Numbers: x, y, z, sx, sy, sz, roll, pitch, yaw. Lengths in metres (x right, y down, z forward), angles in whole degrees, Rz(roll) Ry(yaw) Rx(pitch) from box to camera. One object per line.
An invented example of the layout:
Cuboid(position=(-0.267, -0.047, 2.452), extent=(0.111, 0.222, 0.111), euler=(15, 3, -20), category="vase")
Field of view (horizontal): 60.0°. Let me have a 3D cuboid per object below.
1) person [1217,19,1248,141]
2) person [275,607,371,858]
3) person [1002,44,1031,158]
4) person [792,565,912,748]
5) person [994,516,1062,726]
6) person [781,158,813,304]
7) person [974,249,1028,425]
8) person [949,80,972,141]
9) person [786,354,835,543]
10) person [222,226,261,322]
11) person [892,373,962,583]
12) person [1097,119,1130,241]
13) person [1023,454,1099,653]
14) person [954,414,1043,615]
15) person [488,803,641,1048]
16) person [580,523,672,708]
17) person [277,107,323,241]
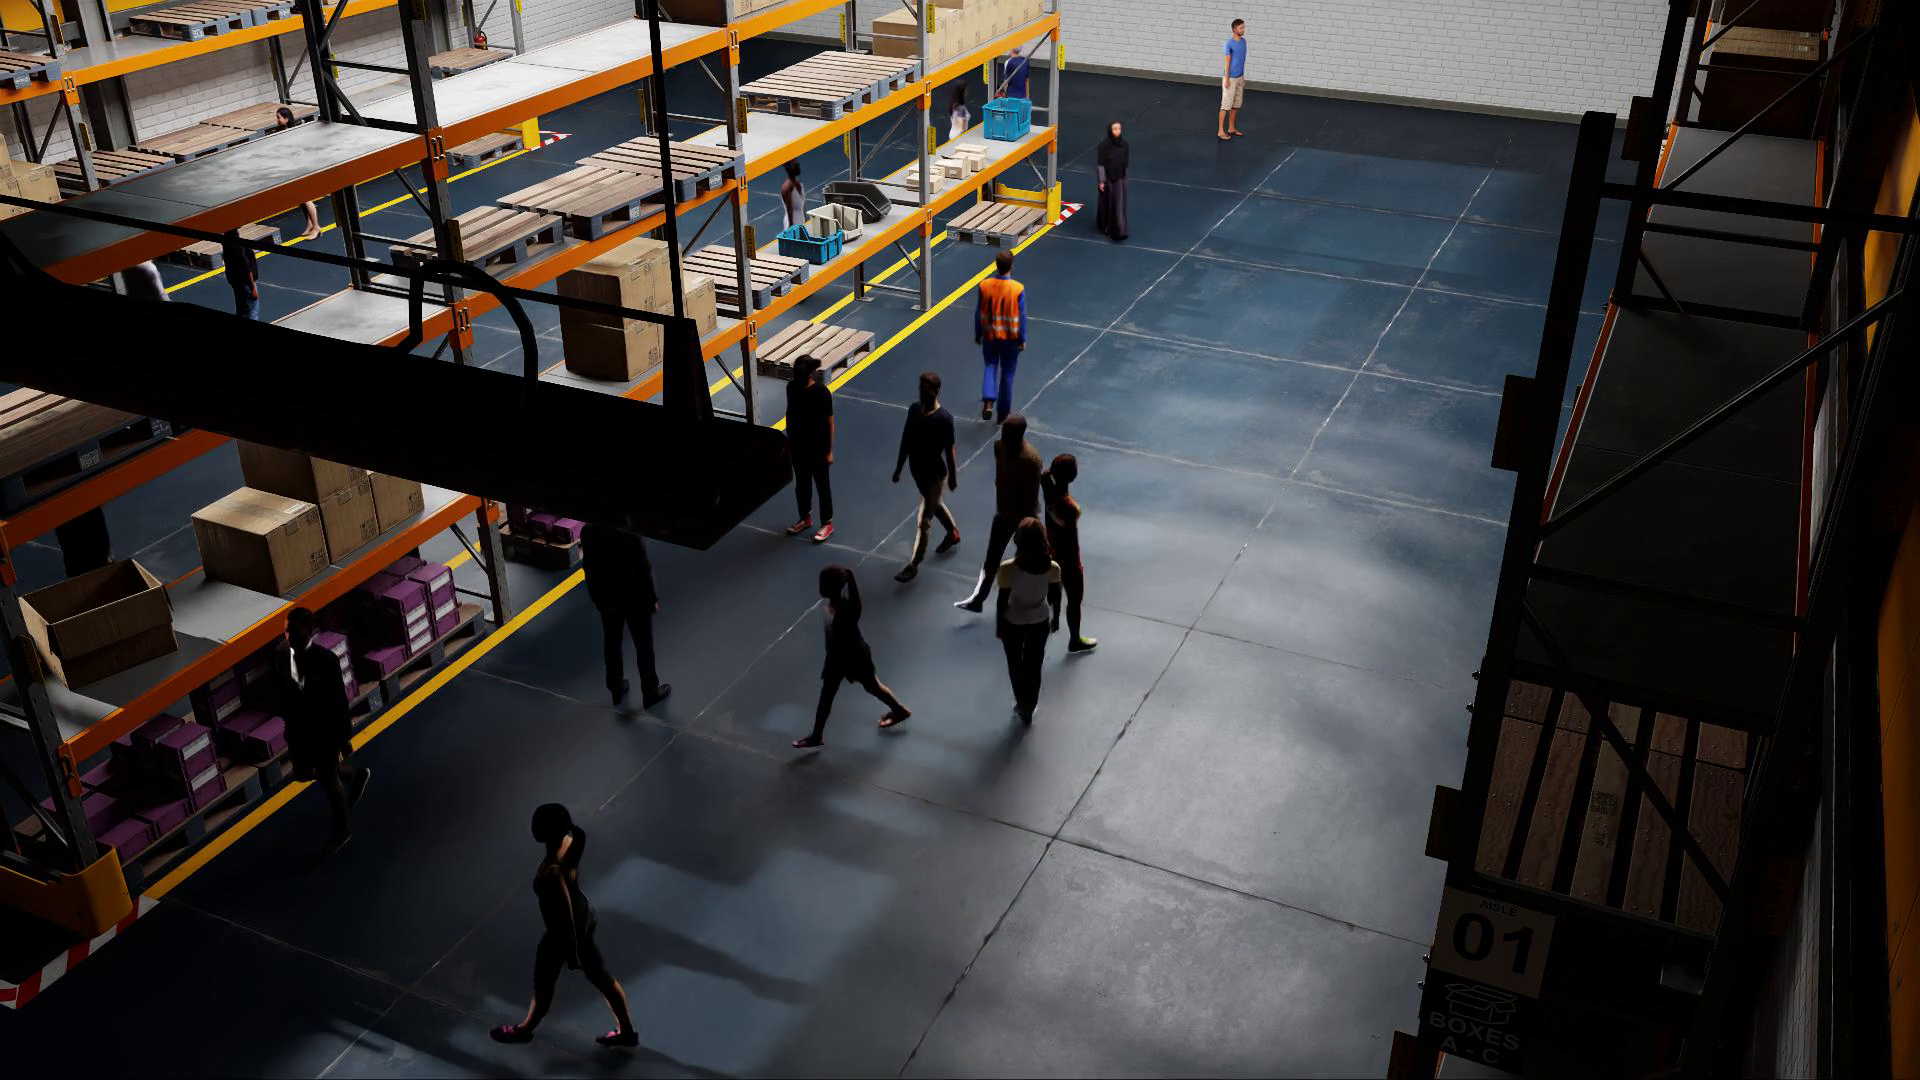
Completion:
Cuboid(position=(4.398, -7.439, 26.764), extent=(0.628, 1.863, 0.779), euler=(-24, 37, -37), category="person")
Cuboid(position=(-4.195, 1.206, 10.996), extent=(0.683, 1.787, 0.850), euler=(12, 31, 21), category="person")
Cuboid(position=(0.906, -6.785, 25.617), extent=(1.098, 1.814, 0.977), euler=(-23, 36, -35), category="person")
Cuboid(position=(-0.709, 0.829, 11.988), extent=(1.177, 1.498, 0.995), euler=(-13, 31, -23), category="person")
Cuboid(position=(0.488, 0.642, 12.105), extent=(0.764, 1.716, 0.796), euler=(-1, 29, -2), category="person")
Cuboid(position=(-2.001, -3.758, 20.098), extent=(0.666, 1.785, 0.489), euler=(7, 29, 13), category="person")
Cuboid(position=(0.387, -2.010, 16.821), extent=(0.778, 1.855, 0.874), euler=(7, 29, 13), category="person")
Cuboid(position=(-0.075, -5.756, 23.866), extent=(0.881, 1.684, 0.829), euler=(-10, 30, -18), category="person")
Cuboid(position=(-1.327, -0.839, 14.778), extent=(0.638, 1.755, 0.545), euler=(15, 32, 26), category="person")
Cuboid(position=(-7.984, -2.843, 18.508), extent=(0.628, 1.701, 0.616), euler=(22, 36, 35), category="person")
Cuboid(position=(-0.212, -0.596, 14.273), extent=(0.906, 1.812, 1.262), euler=(25, 37, 37), category="person")
Cuboid(position=(2.024, -4.866, 22.312), extent=(0.986, 1.610, 1.194), euler=(-3, 29, -5), category="person")
Cuboid(position=(0.729, 0.166, 12.920), extent=(1.089, 1.770, 0.955), euler=(-16, 32, -27), category="person")
Cuboid(position=(0.536, -0.219, 13.610), extent=(1.267, 1.786, 1.066), euler=(-20, 34, -32), category="person")
Cuboid(position=(-2.076, 2.195, 9.278), extent=(0.952, 1.695, 1.097), euler=(0, 29, 0), category="person")
Cuboid(position=(-2.509, 0.406, 12.406), extent=(0.765, 1.842, 0.673), euler=(7, 29, 12), category="person")
Cuboid(position=(-8.844, -4.894, 22.197), extent=(0.796, 1.769, 0.774), euler=(-19, 34, -31), category="person")
